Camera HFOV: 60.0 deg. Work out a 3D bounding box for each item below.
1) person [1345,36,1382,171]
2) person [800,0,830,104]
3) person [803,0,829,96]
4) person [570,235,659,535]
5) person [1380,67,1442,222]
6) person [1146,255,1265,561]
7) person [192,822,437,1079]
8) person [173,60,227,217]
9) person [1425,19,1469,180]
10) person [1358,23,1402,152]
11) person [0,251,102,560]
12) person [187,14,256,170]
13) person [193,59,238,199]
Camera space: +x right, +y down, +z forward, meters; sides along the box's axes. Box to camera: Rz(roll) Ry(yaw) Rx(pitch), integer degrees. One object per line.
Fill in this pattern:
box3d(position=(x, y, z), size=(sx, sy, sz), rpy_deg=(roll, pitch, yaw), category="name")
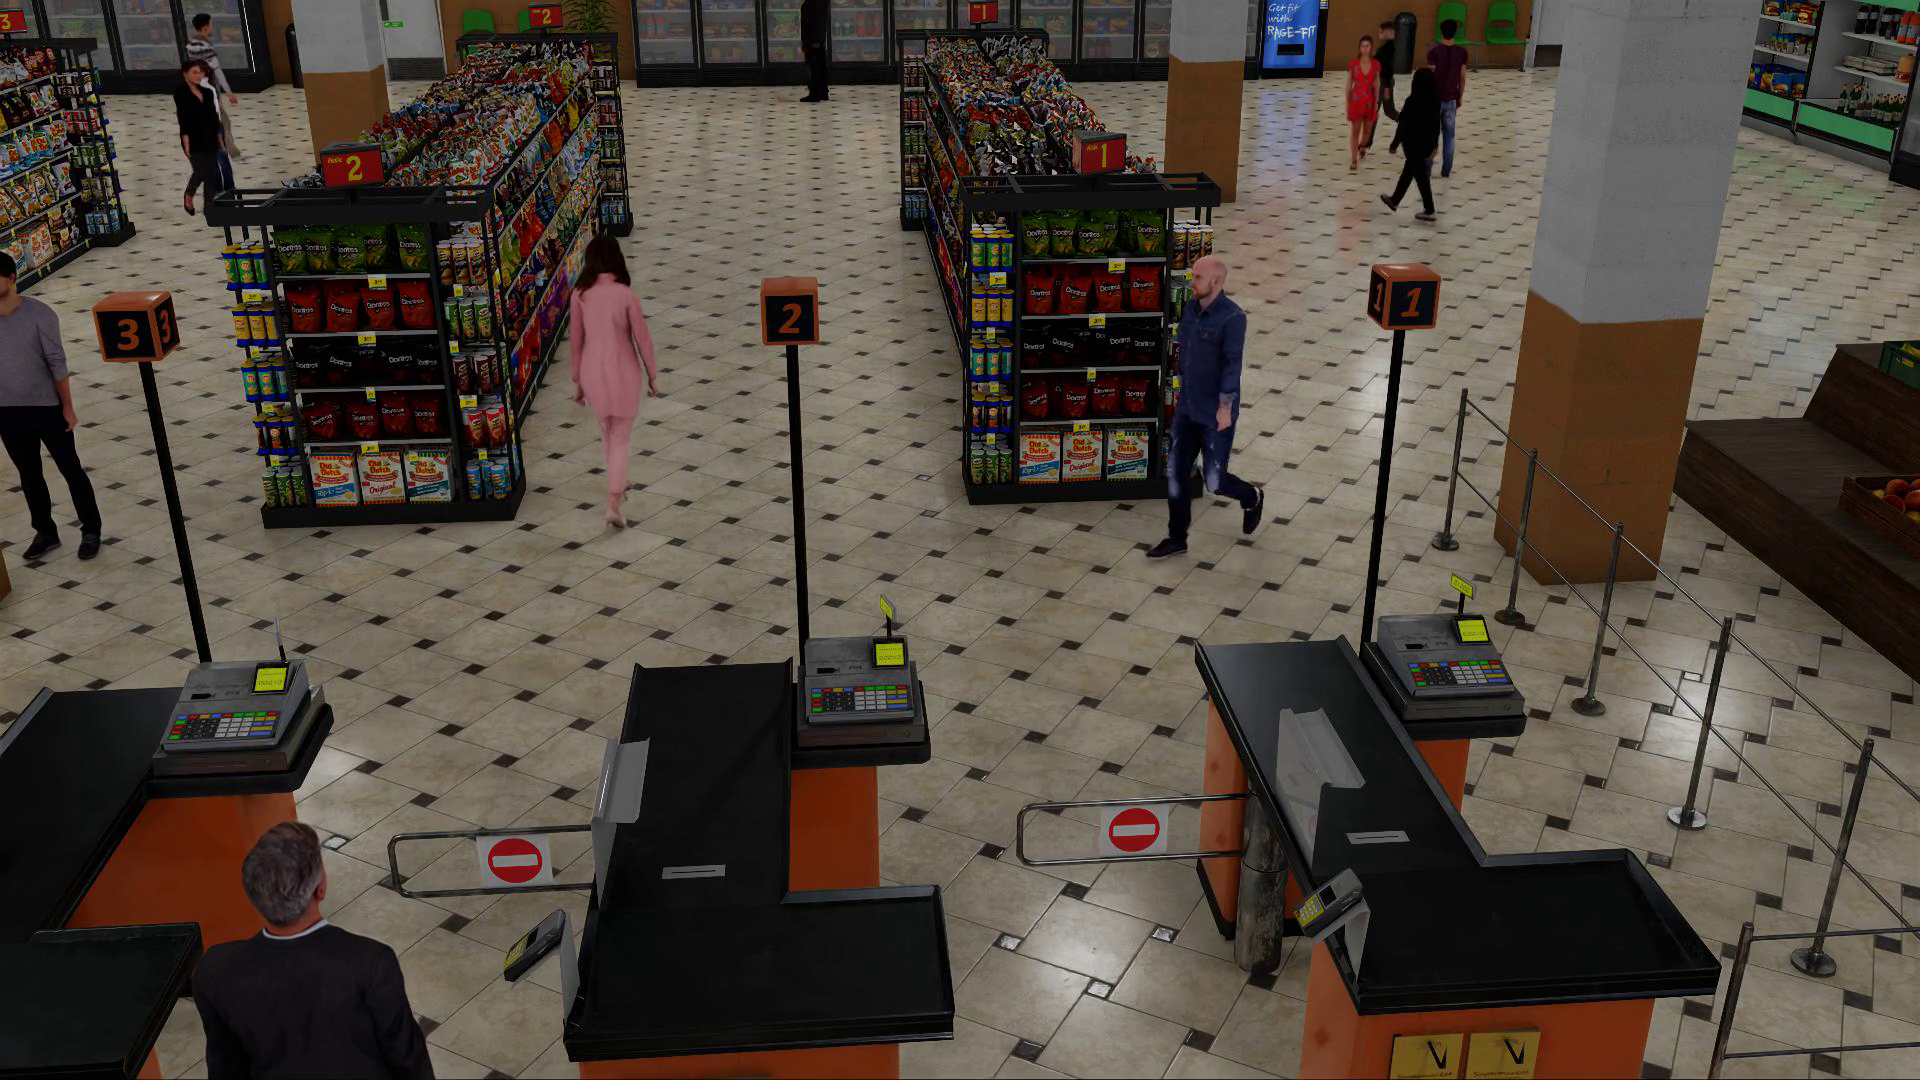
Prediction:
box3d(position=(4.968, -5.397, 20.507), size=(0.714, 1.581, 0.873), rpy_deg=(5, 24, 12), category="person")
box3d(position=(-2.191, -7.592, 25.219), size=(0.847, 1.825, 0.752), rpy_deg=(14, 27, 29), category="person")
box3d(position=(-2.334, -7.666, 25.456), size=(0.745, 1.771, 0.663), rpy_deg=(-12, 26, -26), category="person")
box3d(position=(-2.121, -0.891, 9.978), size=(0.753, 1.767, 1.034), rpy_deg=(2, 24, 5), category="person")
box3d(position=(4.942, -4.170, 17.718), size=(1.007, 1.570, 1.189), rpy_deg=(-17, 29, -34), category="person")
box3d(position=(1.473, -0.738, 9.584), size=(1.065, 1.803, 1.078), rpy_deg=(-15, 28, -31), category="person")
box3d(position=(-1.625, 1.531, 4.350), size=(0.720, 1.842, 0.594), rpy_deg=(-1, 24, -2), category="person")
box3d(position=(-8.108, -4.194, 17.607), size=(0.853, 1.703, 0.807), rpy_deg=(9, 25, 20), category="person")
box3d(position=(5.766, -5.270, 19.885), size=(0.651, 1.848, 0.541), rpy_deg=(-2, 24, -6), category="person")
box3d(position=(5.505, -5.743, 21.239), size=(0.939, 1.628, 1.036), rpy_deg=(9, 25, 20), category="person")
box3d(position=(-5.366, -0.780, 9.632), size=(0.655, 1.841, 0.528), rpy_deg=(-1, 24, -2), category="person")
box3d(position=(-9.238, -5.422, 20.260), size=(1.101, 1.826, 1.083), rpy_deg=(-19, 30, -36), category="person")
box3d(position=(-8.485, -4.665, 18.867), size=(0.627, 1.556, 0.673), rpy_deg=(15, 28, 30), category="person")
